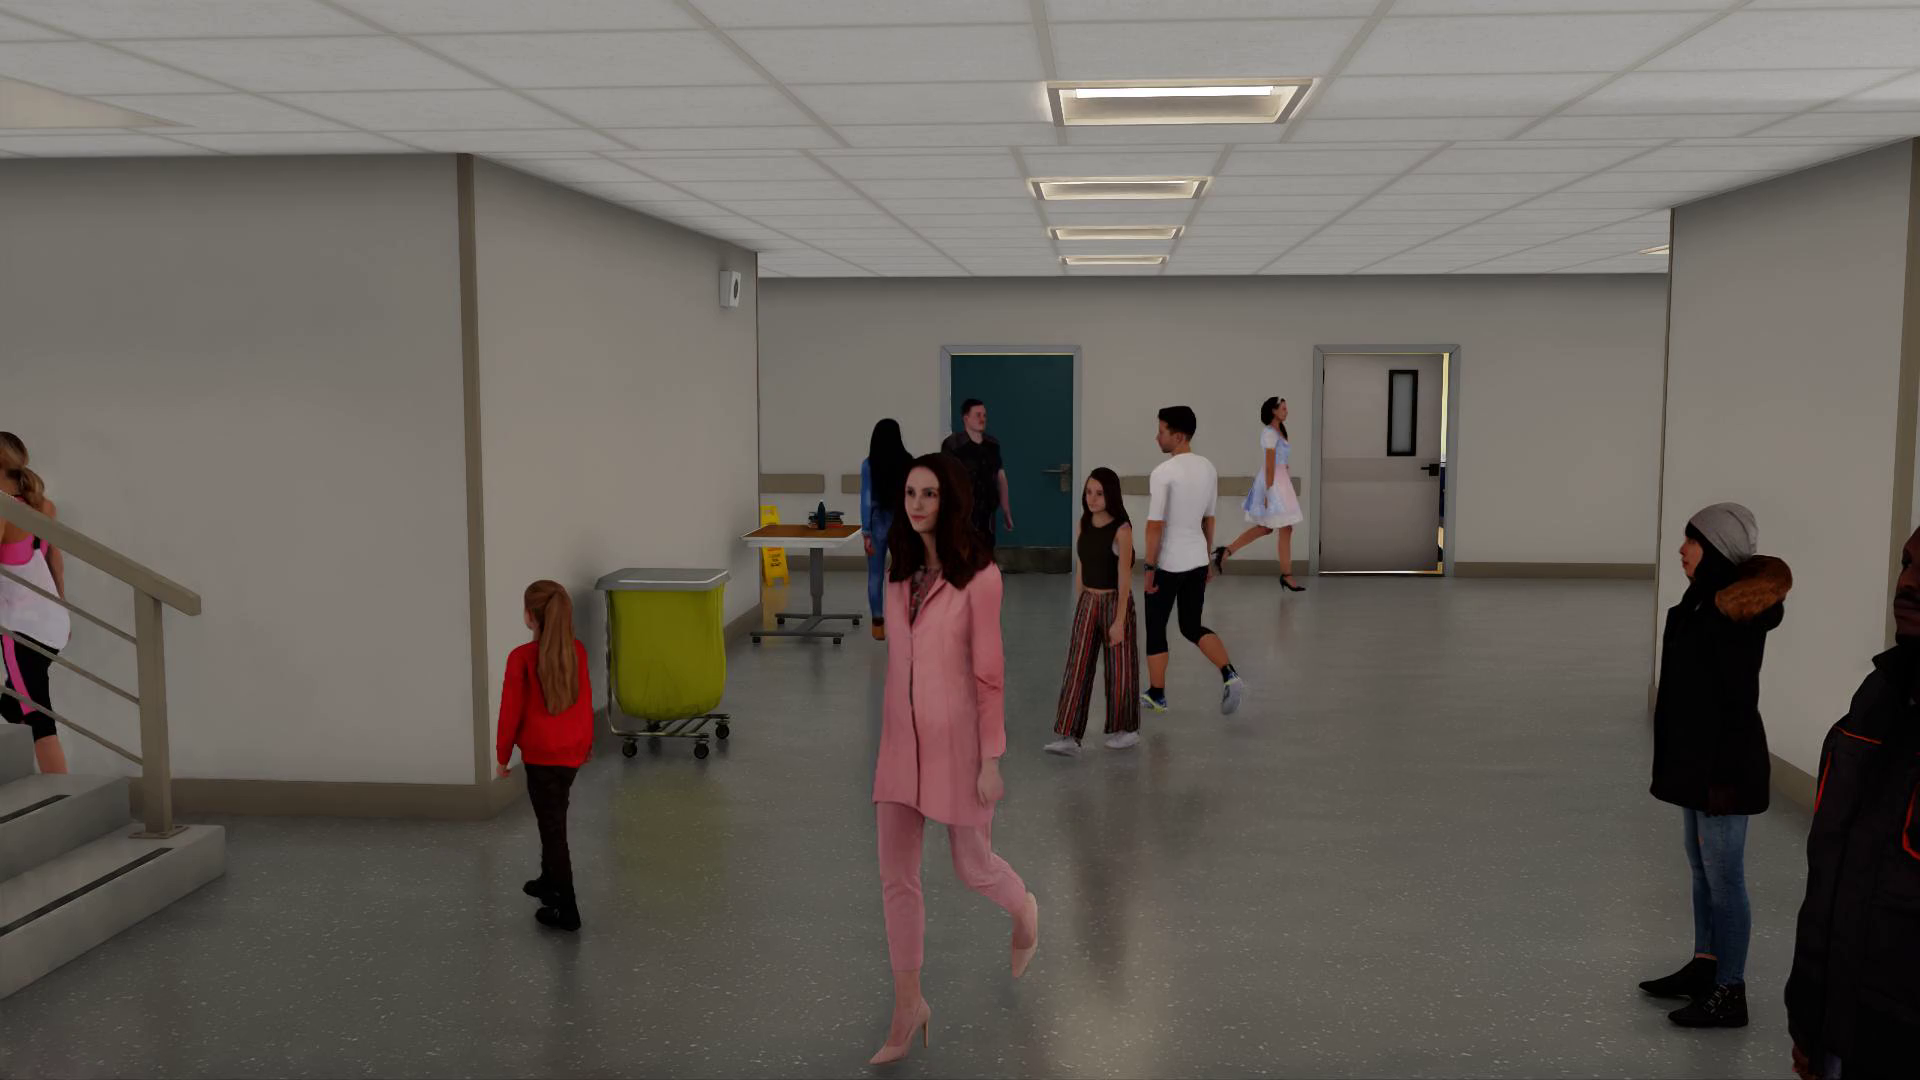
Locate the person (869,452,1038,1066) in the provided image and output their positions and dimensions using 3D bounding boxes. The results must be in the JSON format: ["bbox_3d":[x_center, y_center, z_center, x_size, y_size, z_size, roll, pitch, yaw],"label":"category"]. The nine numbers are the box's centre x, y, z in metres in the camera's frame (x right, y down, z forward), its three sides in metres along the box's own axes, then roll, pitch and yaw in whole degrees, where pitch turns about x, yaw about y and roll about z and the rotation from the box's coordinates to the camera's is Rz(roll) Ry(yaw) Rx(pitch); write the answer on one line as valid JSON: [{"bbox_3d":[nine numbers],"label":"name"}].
[{"bbox_3d":[0.002,0.640,5.037,1.118,1.773,1.040,4,7,34],"label":"person"}]

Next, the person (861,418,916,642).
[{"bbox_3d":[-0.475,0.001,11.962,1.209,1.658,0.889,-1,6,-14],"label":"person"}]

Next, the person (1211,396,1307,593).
[{"bbox_3d":[2.793,-0.404,15.304,1.144,1.796,0.768,2,6,15],"label":"person"}]

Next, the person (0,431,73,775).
[{"bbox_3d":[-3.927,0.424,7.173,0.591,1.775,0.609,0,6,3],"label":"person"}]

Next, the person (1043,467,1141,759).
[{"bbox_3d":[0.812,0.387,8.806,0.966,1.522,0.948,5,8,44],"label":"person"}]

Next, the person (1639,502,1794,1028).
[{"bbox_3d":[2.369,0.692,5.222,0.601,1.633,0.630,1,6,8],"label":"person"}]

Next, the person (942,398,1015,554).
[{"bbox_3d":[0.040,-0.164,12.730,0.837,1.834,0.890,-5,8,-42],"label":"person"}]

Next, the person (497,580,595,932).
[{"bbox_3d":[-1.453,0.789,6.060,0.778,1.272,0.694,5,8,40],"label":"person"}]

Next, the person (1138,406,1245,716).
[{"bbox_3d":[1.333,0.156,9.628,1.141,1.817,1.172,-4,7,-34],"label":"person"}]
